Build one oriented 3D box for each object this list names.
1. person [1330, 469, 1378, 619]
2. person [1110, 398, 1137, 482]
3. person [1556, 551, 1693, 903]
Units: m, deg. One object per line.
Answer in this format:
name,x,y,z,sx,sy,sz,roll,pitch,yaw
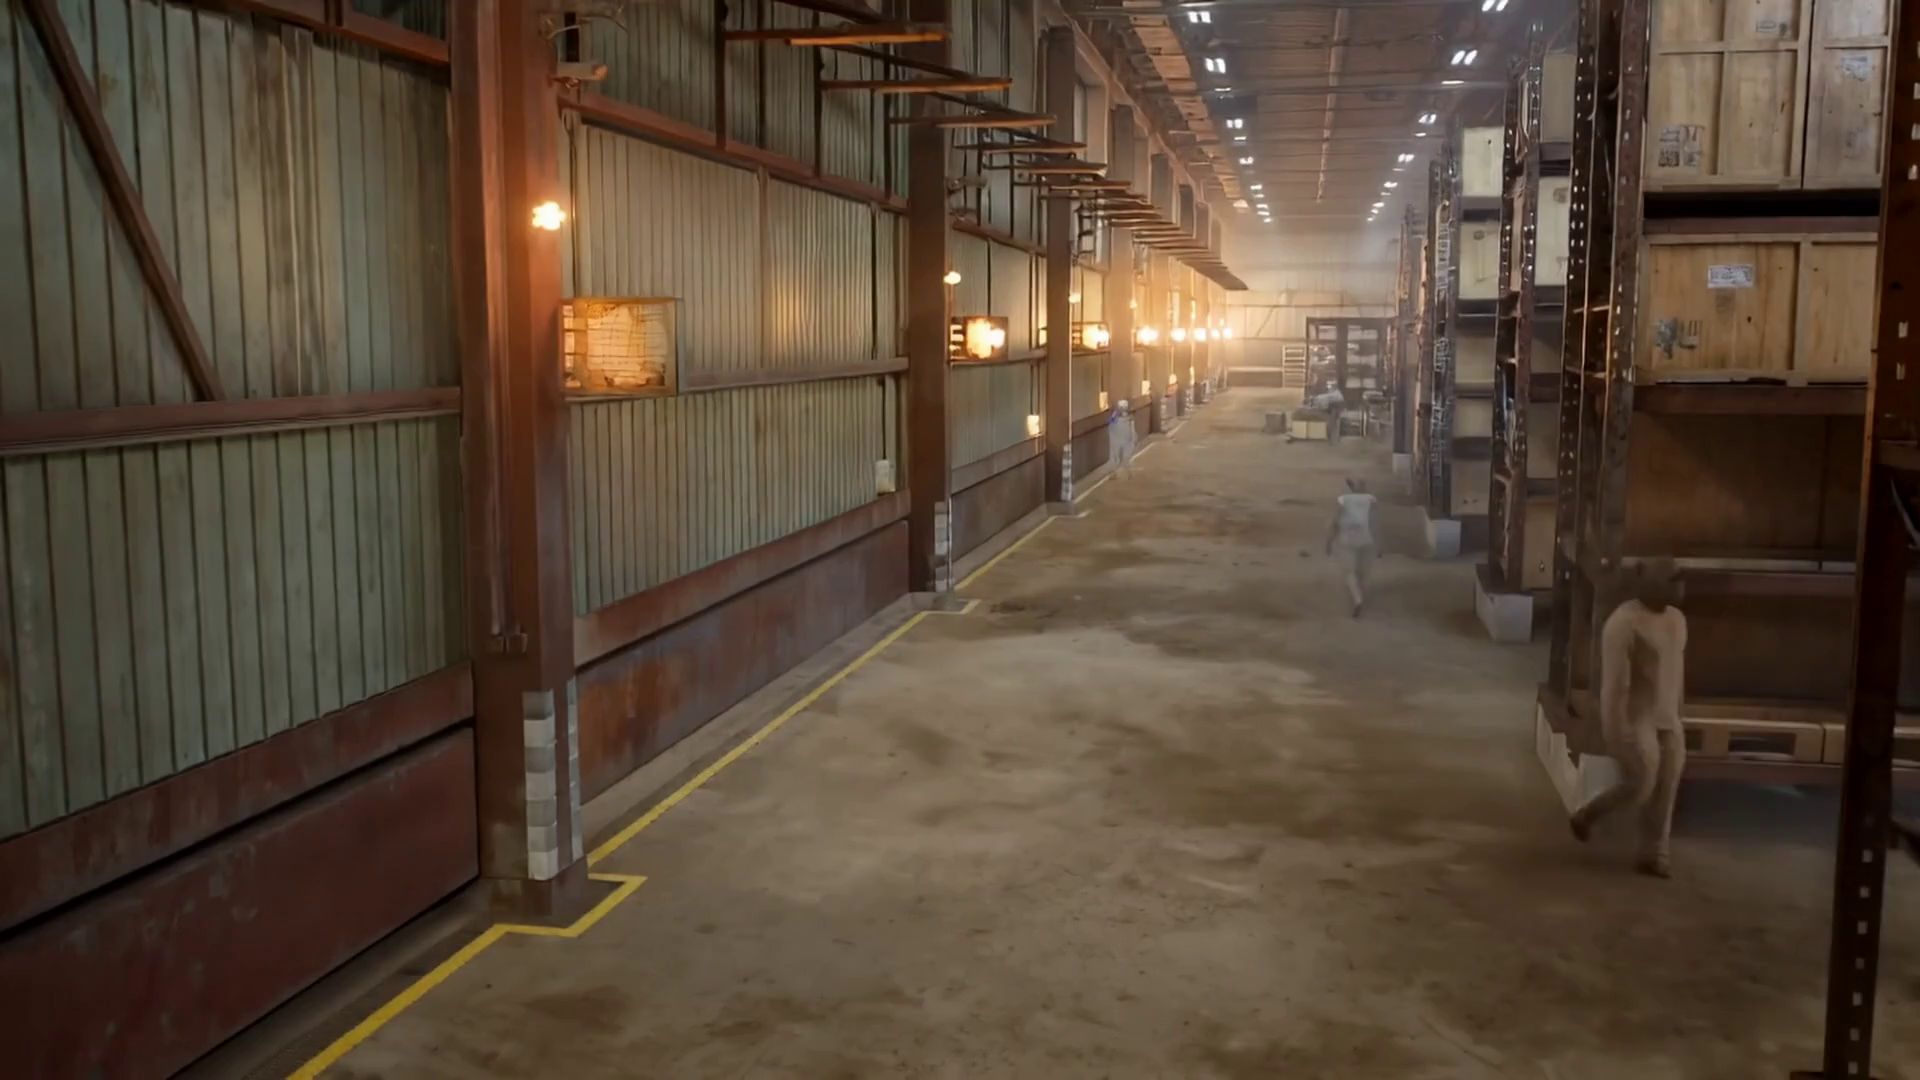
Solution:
person,4.293,0.044,18.044,0.524,1.614,0.700,-1,7,-8
person,3.392,-2.079,34.514,0.573,1.746,0.346,1,7,9
person,3.729,1.002,9.190,0.640,1.922,0.670,-5,9,-34
